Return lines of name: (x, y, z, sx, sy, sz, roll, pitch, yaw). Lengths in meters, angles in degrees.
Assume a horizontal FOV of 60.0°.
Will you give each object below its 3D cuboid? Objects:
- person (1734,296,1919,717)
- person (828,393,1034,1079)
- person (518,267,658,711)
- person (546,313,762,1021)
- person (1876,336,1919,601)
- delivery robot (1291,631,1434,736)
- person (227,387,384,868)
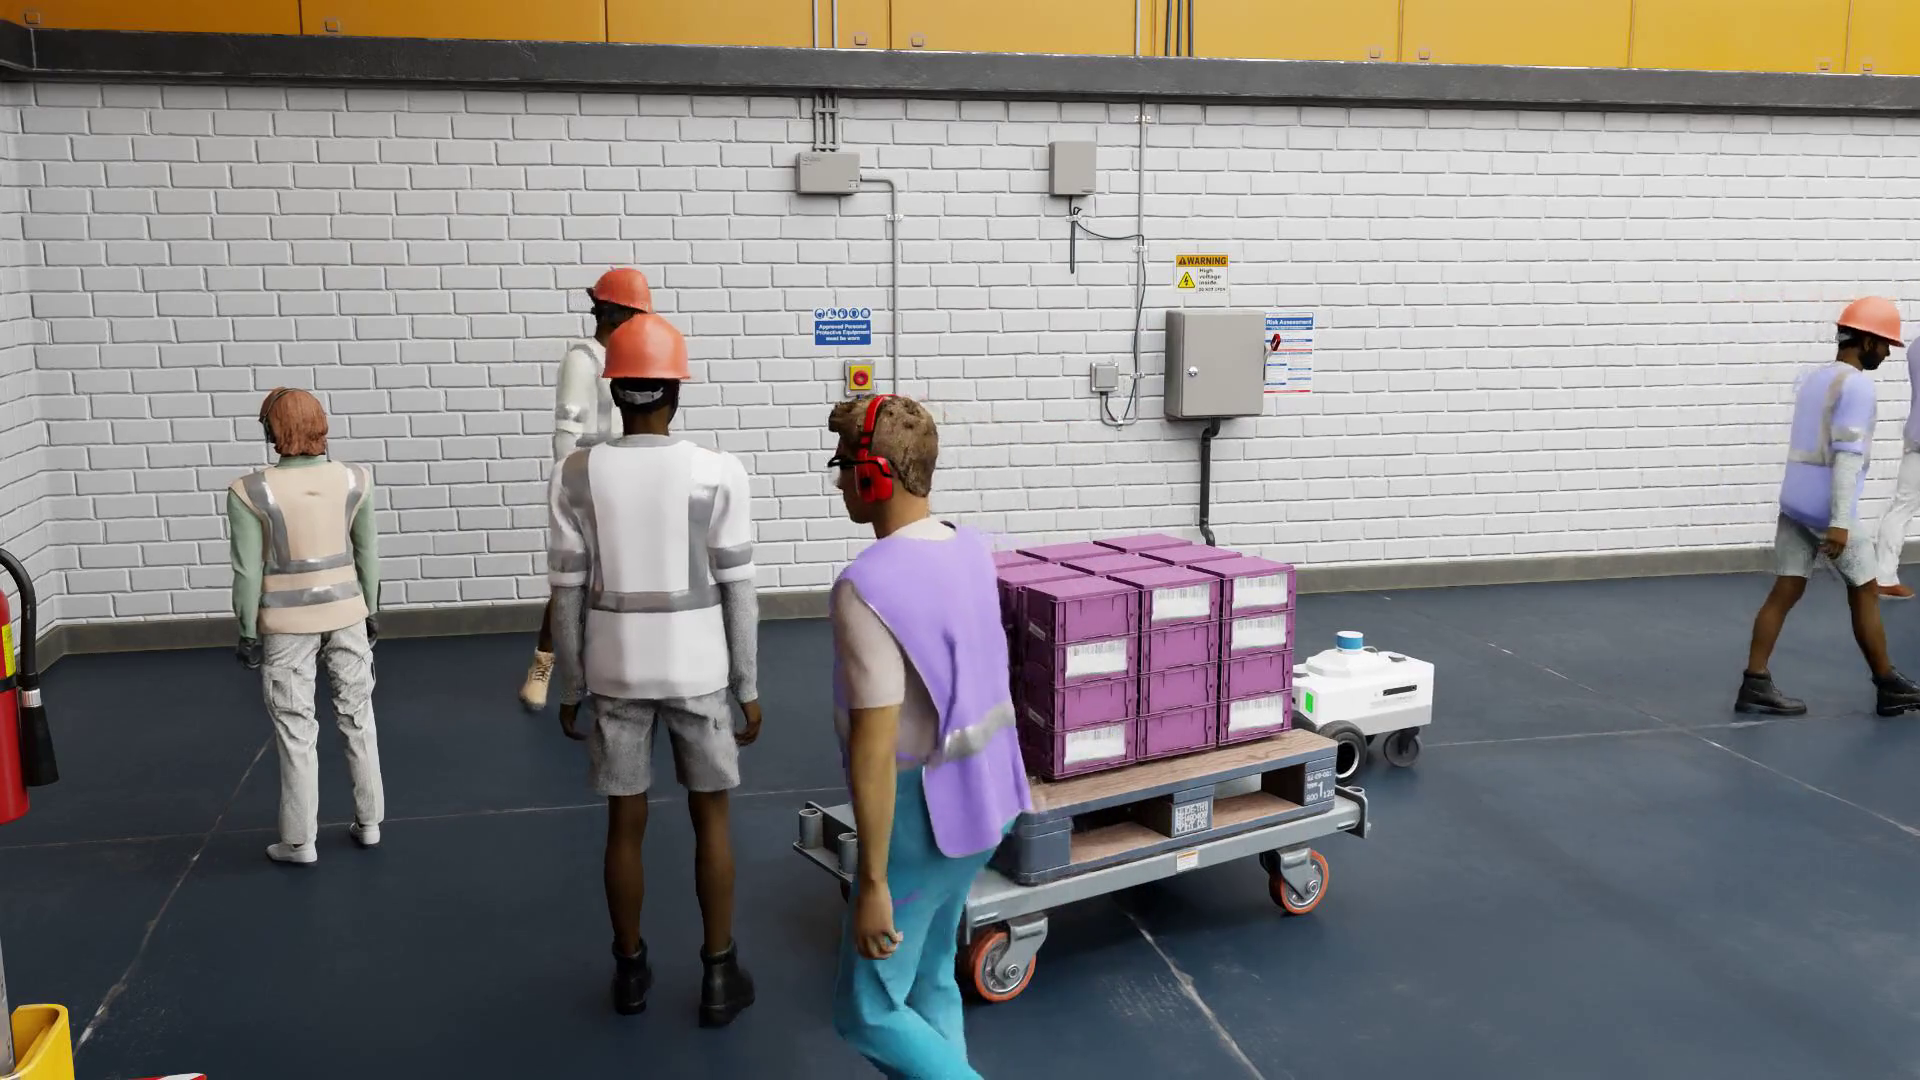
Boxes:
person: (3.963, -0.127, 7.392, 0.960, 1.871, 0.603, 0, 10, -1)
person: (-0.050, 0.614, 3.436, 0.508, 1.821, 0.618, 4, 11, 22)
person: (-1.669, -0.239, 7.656, 0.607, 2.016, 0.673, 2, 10, 12)
person: (-0.831, 0.361, 4.528, 0.582, 1.935, 0.444, 0, 10, -1)
person: (5.892, -0.567, 9.828, 1.051, 1.875, 0.636, -3, 11, -17)
delivery robot: (1.564, 0.611, 6.703, 0.707, 0.478, 0.477, -6, 12, -29)
person: (-2.216, 0.299, 5.685, 0.511, 1.640, 0.308, -10, 14, -44)
